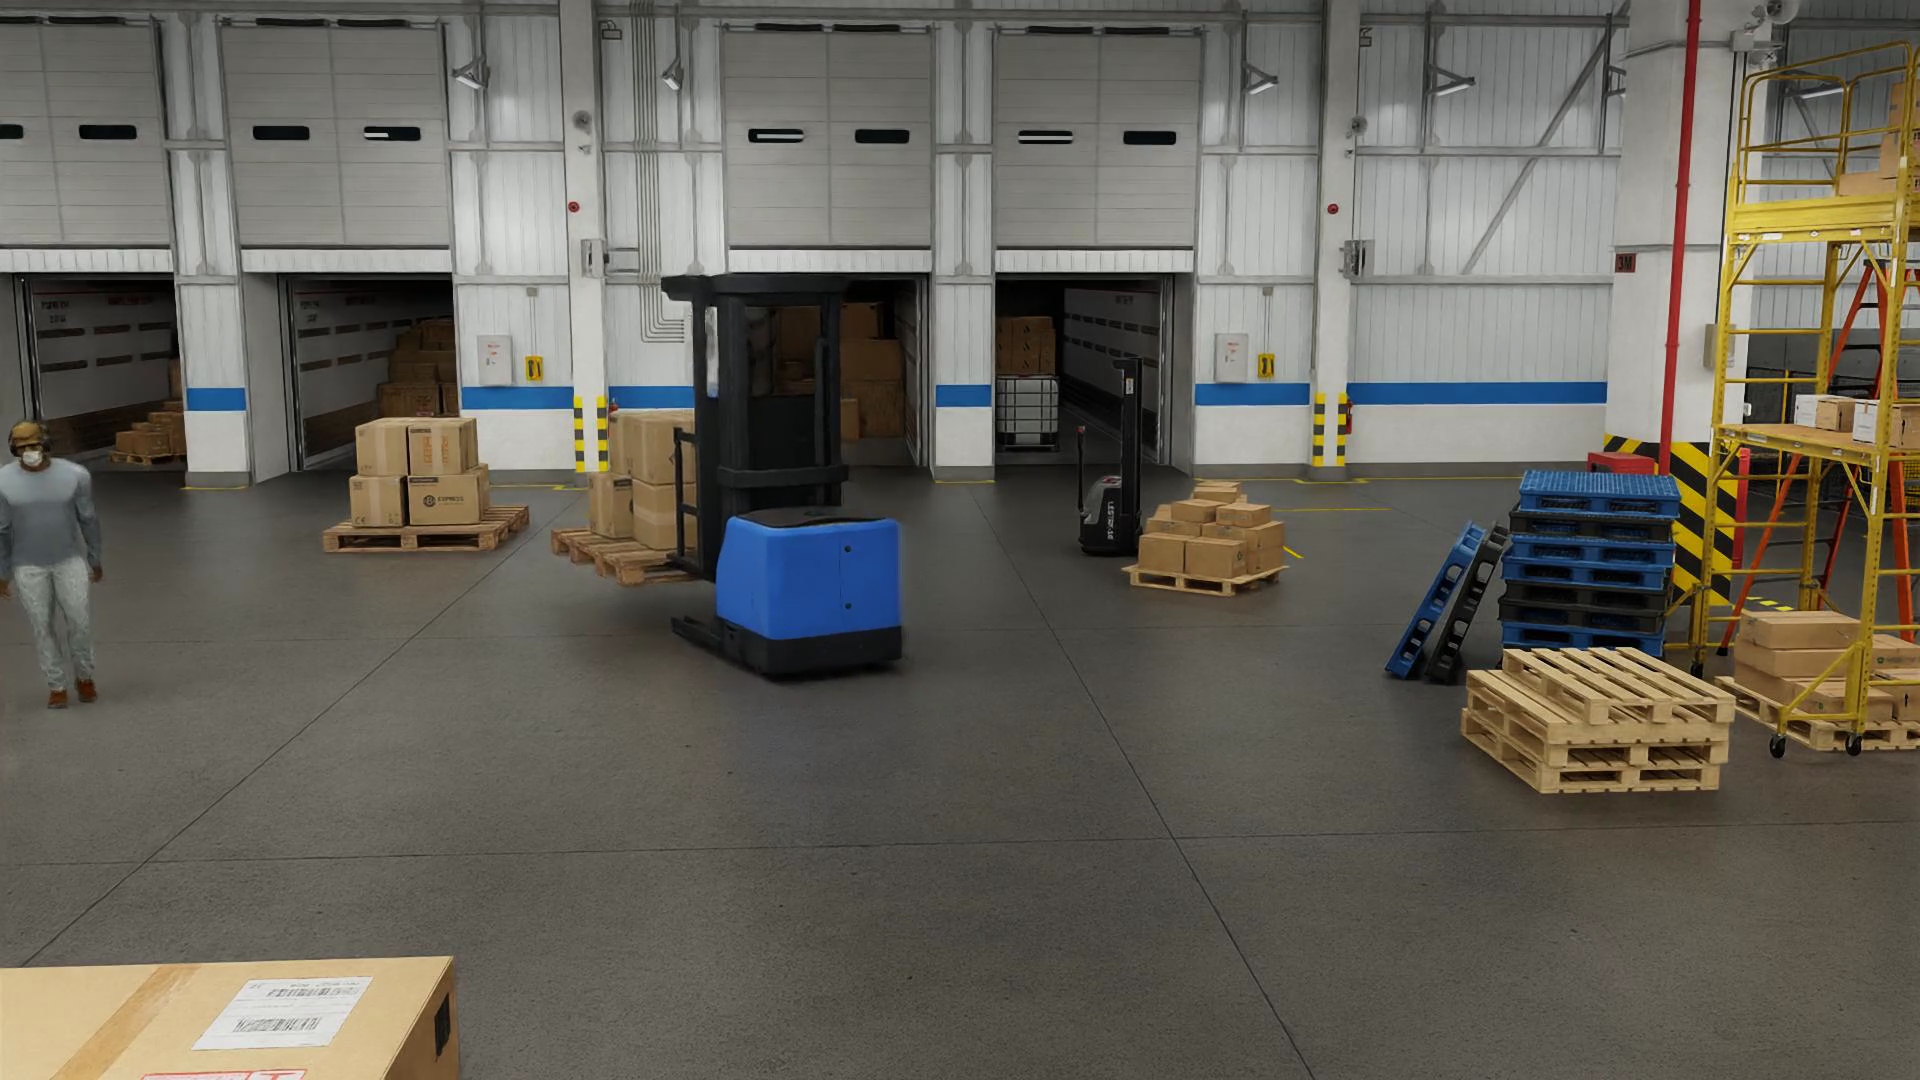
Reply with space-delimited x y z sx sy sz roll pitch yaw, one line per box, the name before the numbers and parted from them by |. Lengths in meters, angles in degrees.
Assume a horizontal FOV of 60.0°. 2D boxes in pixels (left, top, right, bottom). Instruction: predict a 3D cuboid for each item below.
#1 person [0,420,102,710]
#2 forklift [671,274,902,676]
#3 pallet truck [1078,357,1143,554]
person | -5.894 0.170 10.737 0.644 1.906 0.487 -5 10 -28
forklift | -1.303 -0.561 12.268 1.129 2.768 1.873 -5 10 -30
pallet truck | 2.088 -0.836 16.757 1.885 1.965 0.823 2 9 13
